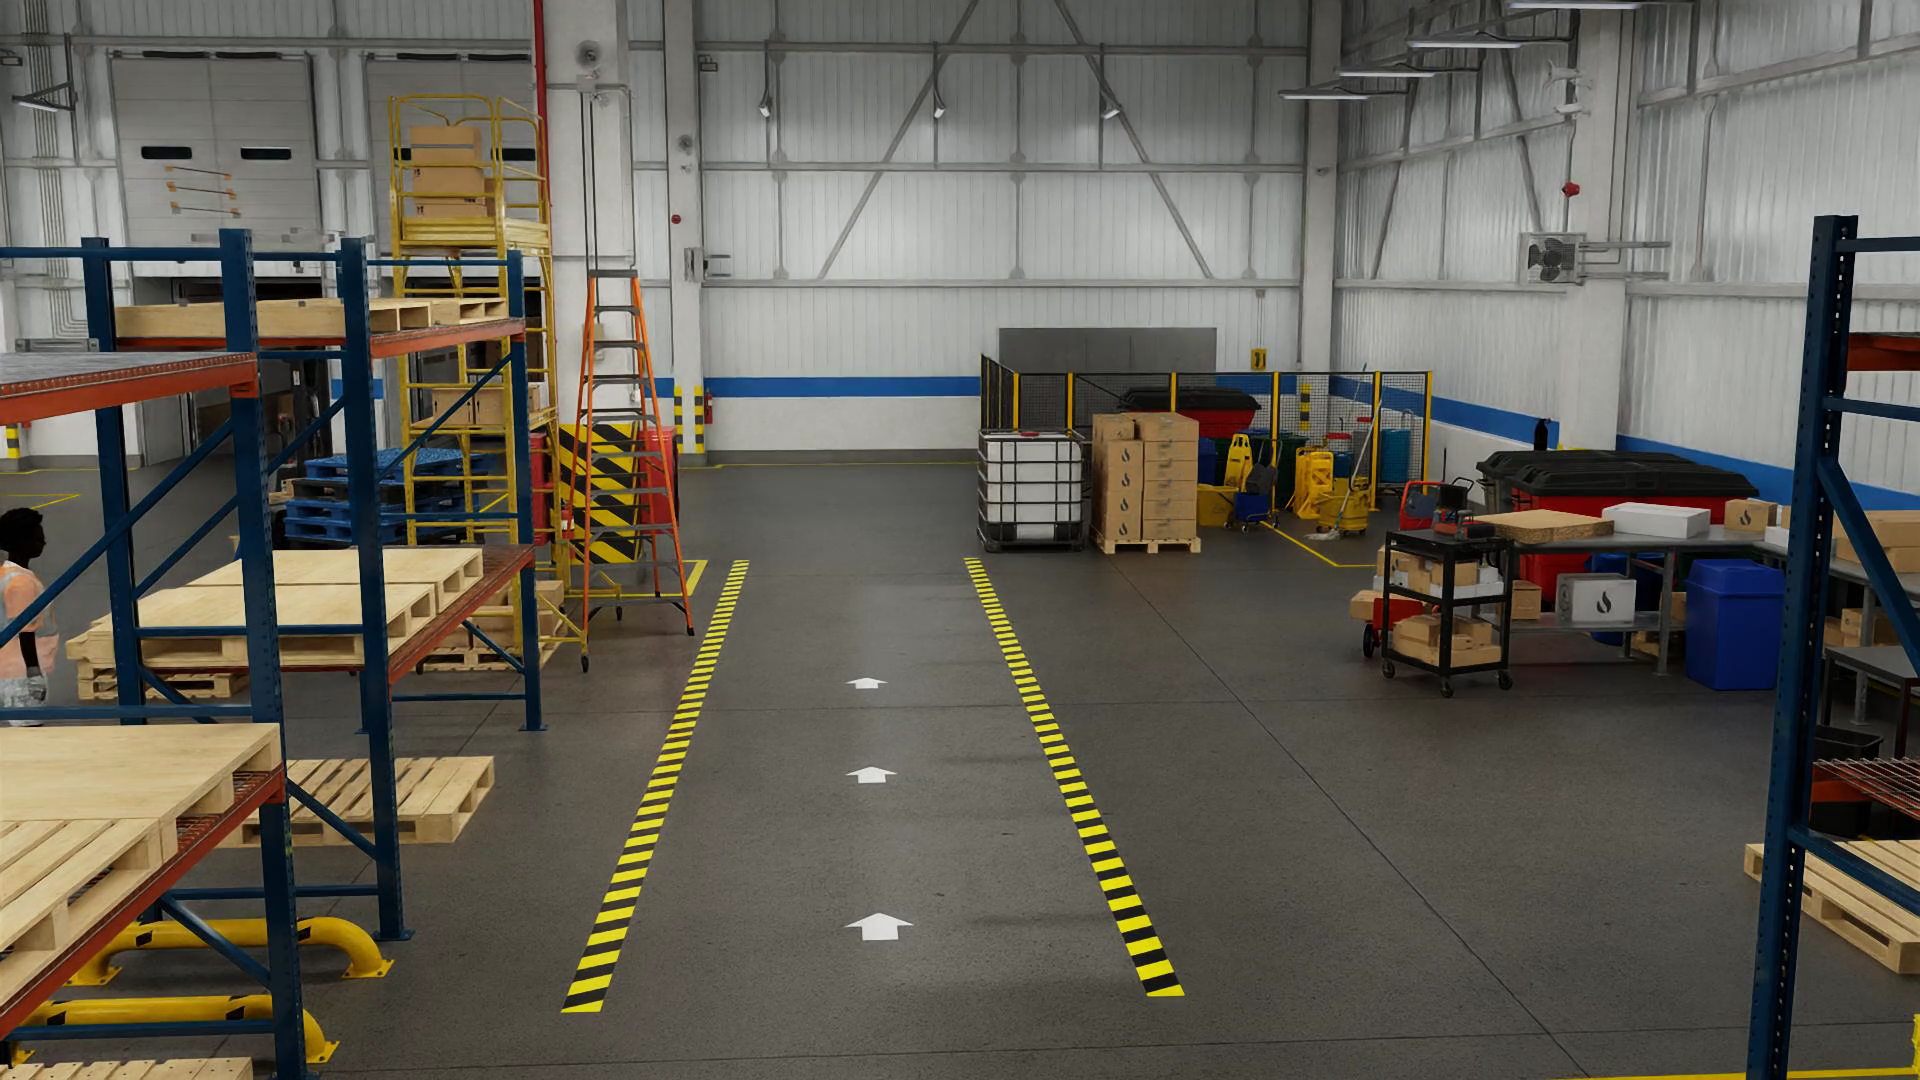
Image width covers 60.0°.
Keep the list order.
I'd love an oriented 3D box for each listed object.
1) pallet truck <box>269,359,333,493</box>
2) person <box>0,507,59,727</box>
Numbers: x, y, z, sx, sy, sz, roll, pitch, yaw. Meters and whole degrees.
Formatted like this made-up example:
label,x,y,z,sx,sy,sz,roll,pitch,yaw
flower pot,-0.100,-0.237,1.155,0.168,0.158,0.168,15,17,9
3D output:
label,x,y,z,sx,sy,sz,roll,pitch,yaw
pallet truck,-7.062,-1.131,18.996,1.885,1.965,0.823,2,9,13
person,-4.857,0.671,8.652,0.321,1.689,0.530,-5,11,-31
